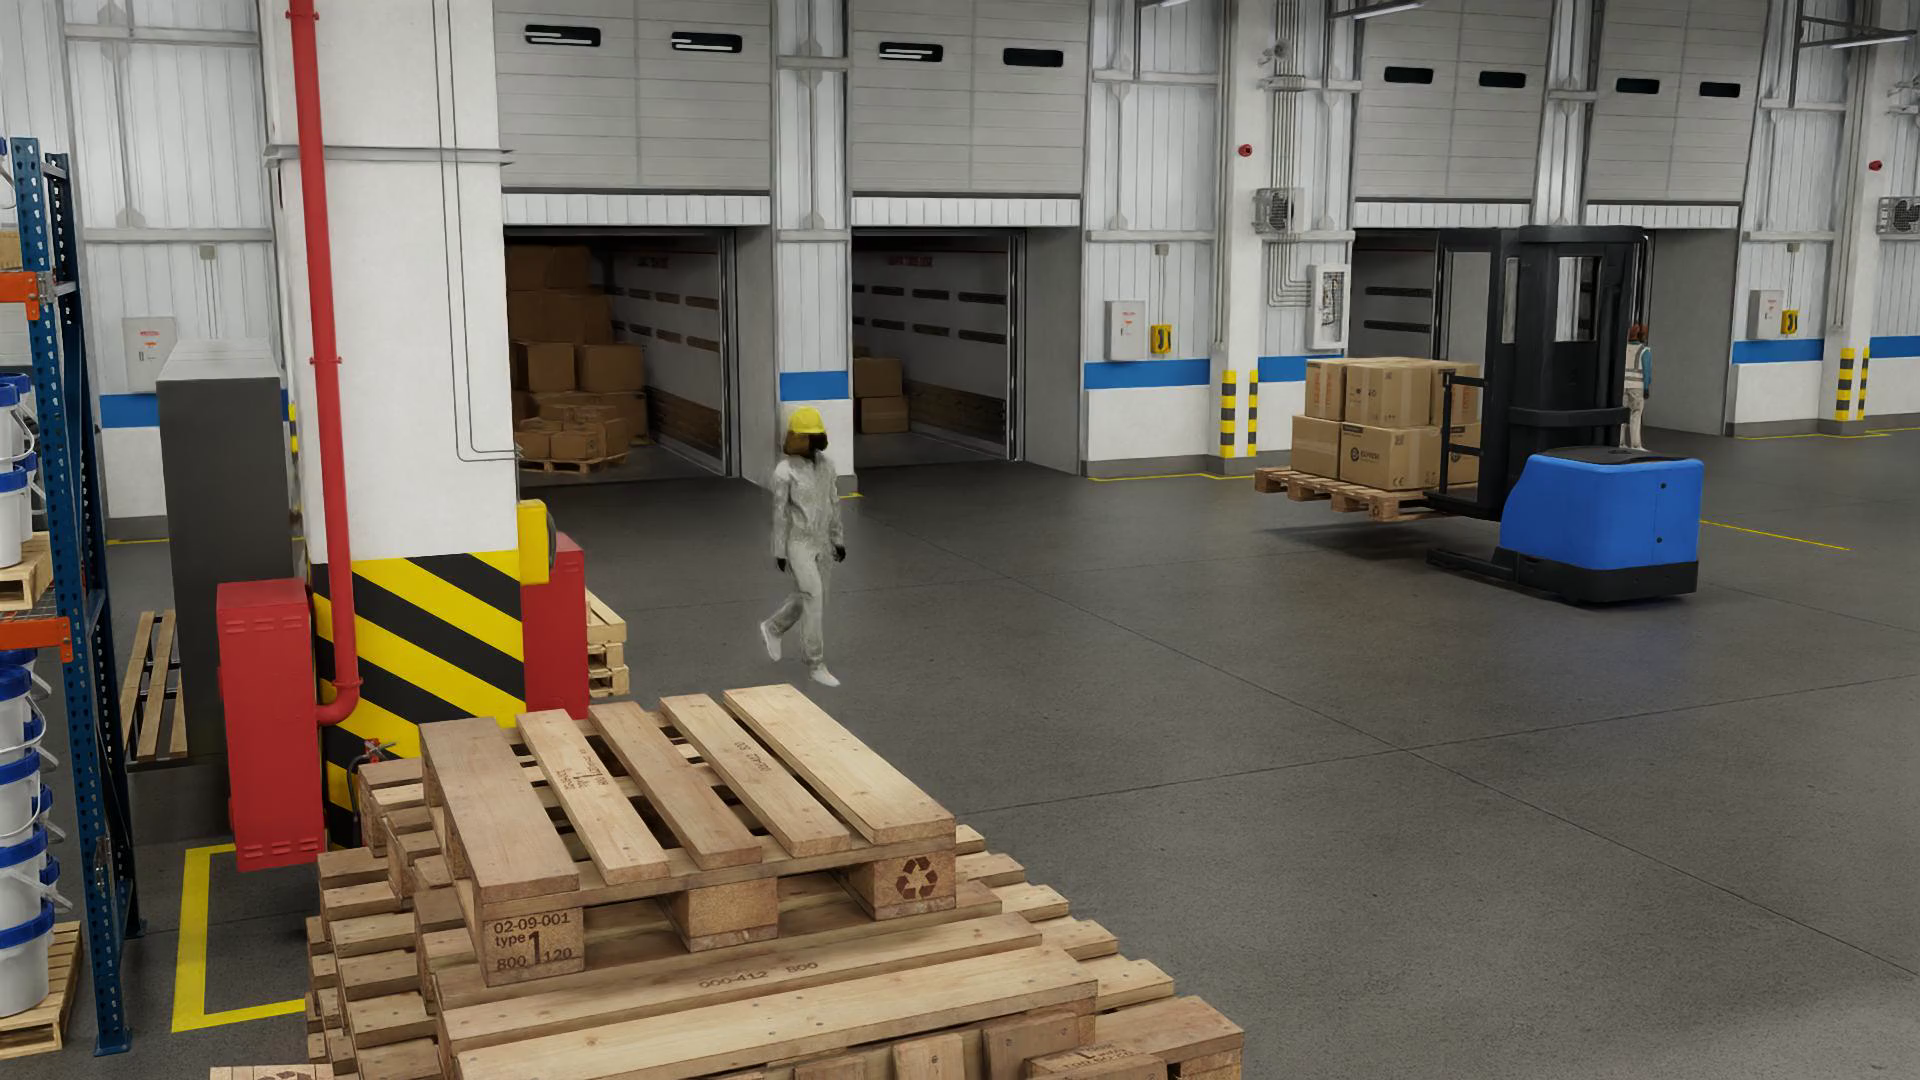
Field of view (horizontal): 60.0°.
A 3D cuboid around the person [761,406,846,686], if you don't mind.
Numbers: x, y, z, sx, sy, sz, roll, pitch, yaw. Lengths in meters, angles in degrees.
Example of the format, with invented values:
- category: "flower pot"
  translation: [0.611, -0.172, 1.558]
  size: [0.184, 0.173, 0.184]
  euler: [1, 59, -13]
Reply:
- category: "person"
  translation: [-1.002, 0.012, 10.331]
  size: [0.723, 1.718, 0.492]
  euler: [8, 13, 37]

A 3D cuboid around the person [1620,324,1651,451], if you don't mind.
- category: "person"
  translation: [8.610, -1.931, 21.263]
  size: [0.314, 1.636, 0.515]
  euler: [-4, 11, -19]

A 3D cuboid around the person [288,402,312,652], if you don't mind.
- category: "person"
  translation: [-4.315, -0.187, 11.039]
  size: [0.855, 1.851, 0.579]
  euler: [-6, 12, -31]

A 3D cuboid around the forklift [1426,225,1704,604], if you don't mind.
- category: "forklift"
  translation: [4.755, -1.046, 12.953]
  size: [1.129, 2.768, 1.873]
  euler: [-4, 11, -23]
